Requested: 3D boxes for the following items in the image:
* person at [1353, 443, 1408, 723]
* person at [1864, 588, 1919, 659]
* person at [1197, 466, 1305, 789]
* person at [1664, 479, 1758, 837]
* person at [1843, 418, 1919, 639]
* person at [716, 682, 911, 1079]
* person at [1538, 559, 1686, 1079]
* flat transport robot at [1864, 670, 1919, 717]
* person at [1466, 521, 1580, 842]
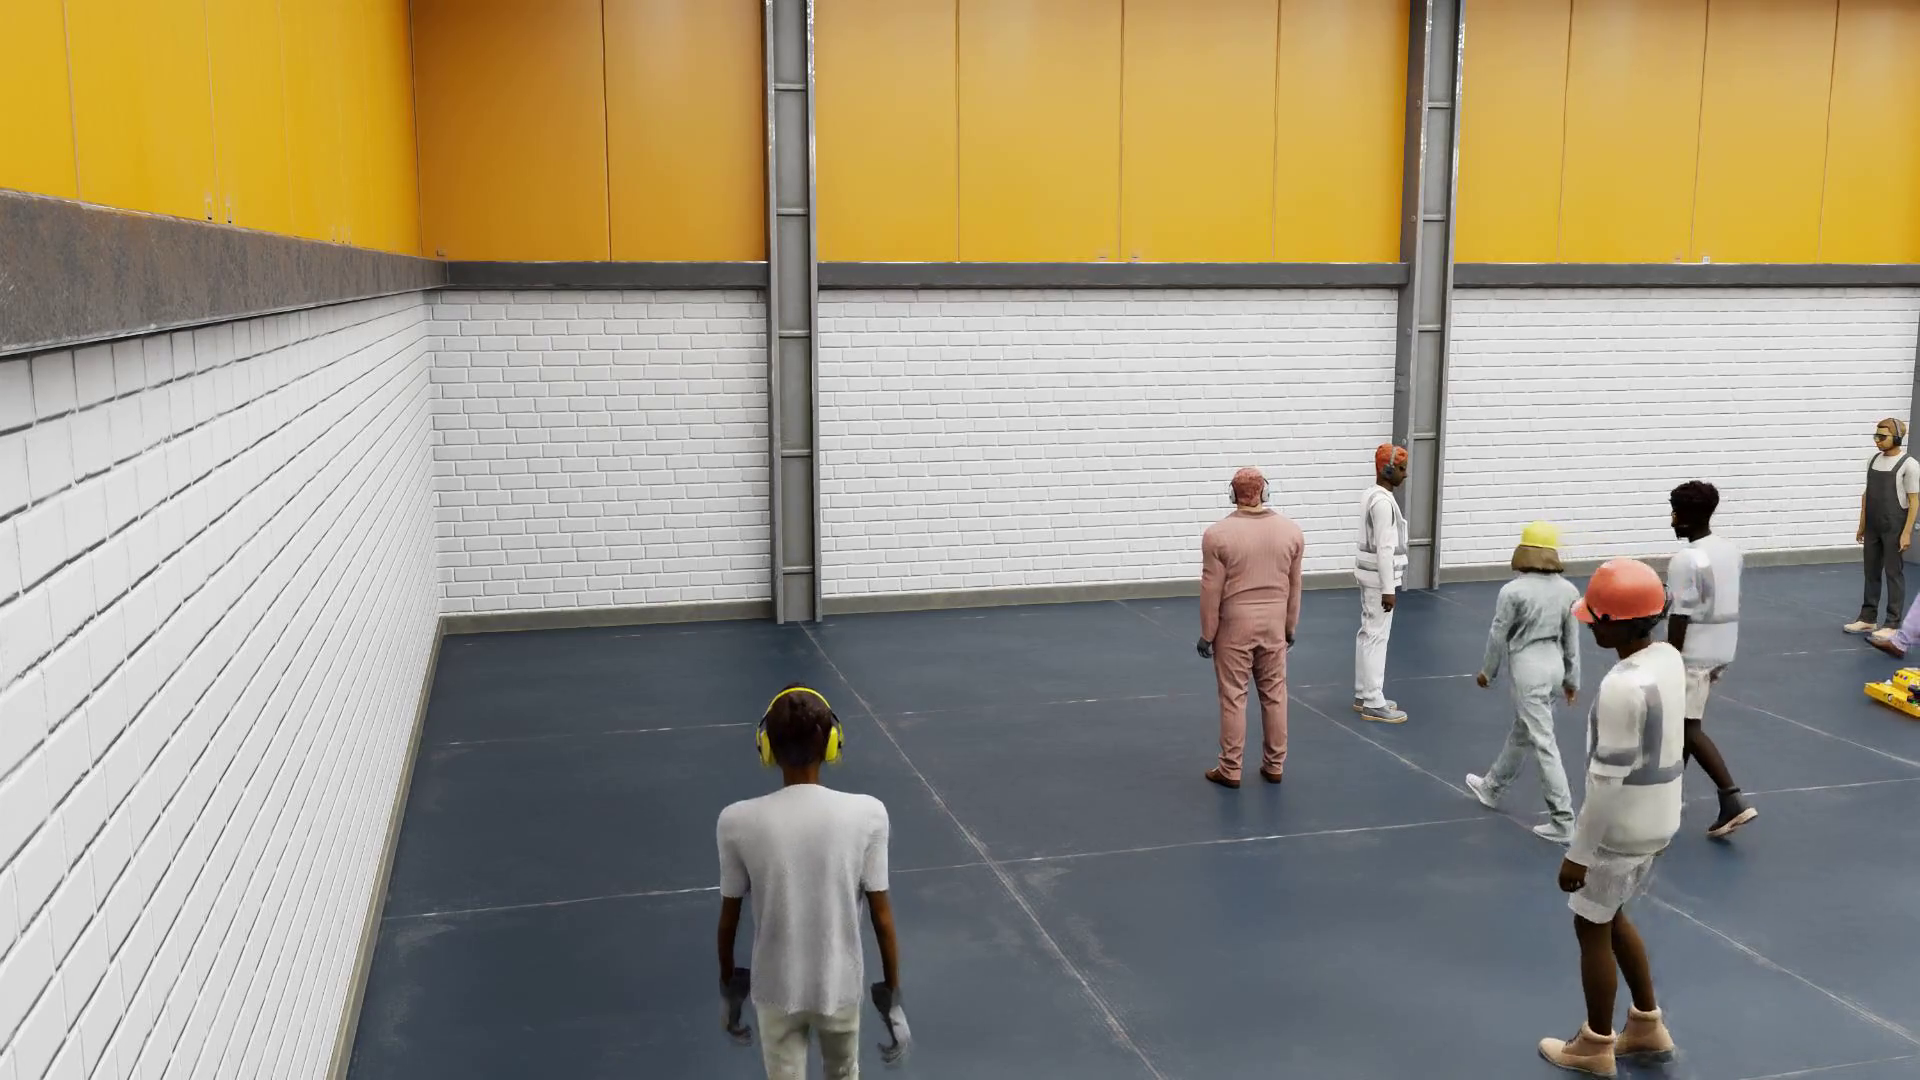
[{"bbox_3d":[2.870,0.285,11.322,0.356,1.887,0.572,1,9,4],"label":"person"},{"bbox_3d":[7.598,0.067,12.782,0.955,1.855,0.660,2,9,12],"label":"person"},{"bbox_3d":[1.695,0.516,9.834,0.643,1.905,0.400,-2,9,-14],"label":"person"},{"bbox_3d":[4.101,0.627,9.106,0.650,1.930,0.872,-6,11,-35],"label":"person"},{"bbox_3d":[7.682,-0.094,13.815,0.325,1.843,0.515,-3,9,-16],"label":"person"},{"bbox_3d":[-0.441,1.323,4.962,0.561,1.843,0.715,-1,9,-7],"label":"person"},{"bbox_3d":[2.417,1.056,6.164,0.444,2.003,0.639,8,12,39],"label":"person"},{"bbox_3d":[7.169,1.054,11.547,1.431,0.197,0.652,0,9,0],"label":"flat transport robot"},{"bbox_3d":[3.099,0.740,9.089,0.484,1.679,0.910,-4,10,-23],"label":"person"}]
